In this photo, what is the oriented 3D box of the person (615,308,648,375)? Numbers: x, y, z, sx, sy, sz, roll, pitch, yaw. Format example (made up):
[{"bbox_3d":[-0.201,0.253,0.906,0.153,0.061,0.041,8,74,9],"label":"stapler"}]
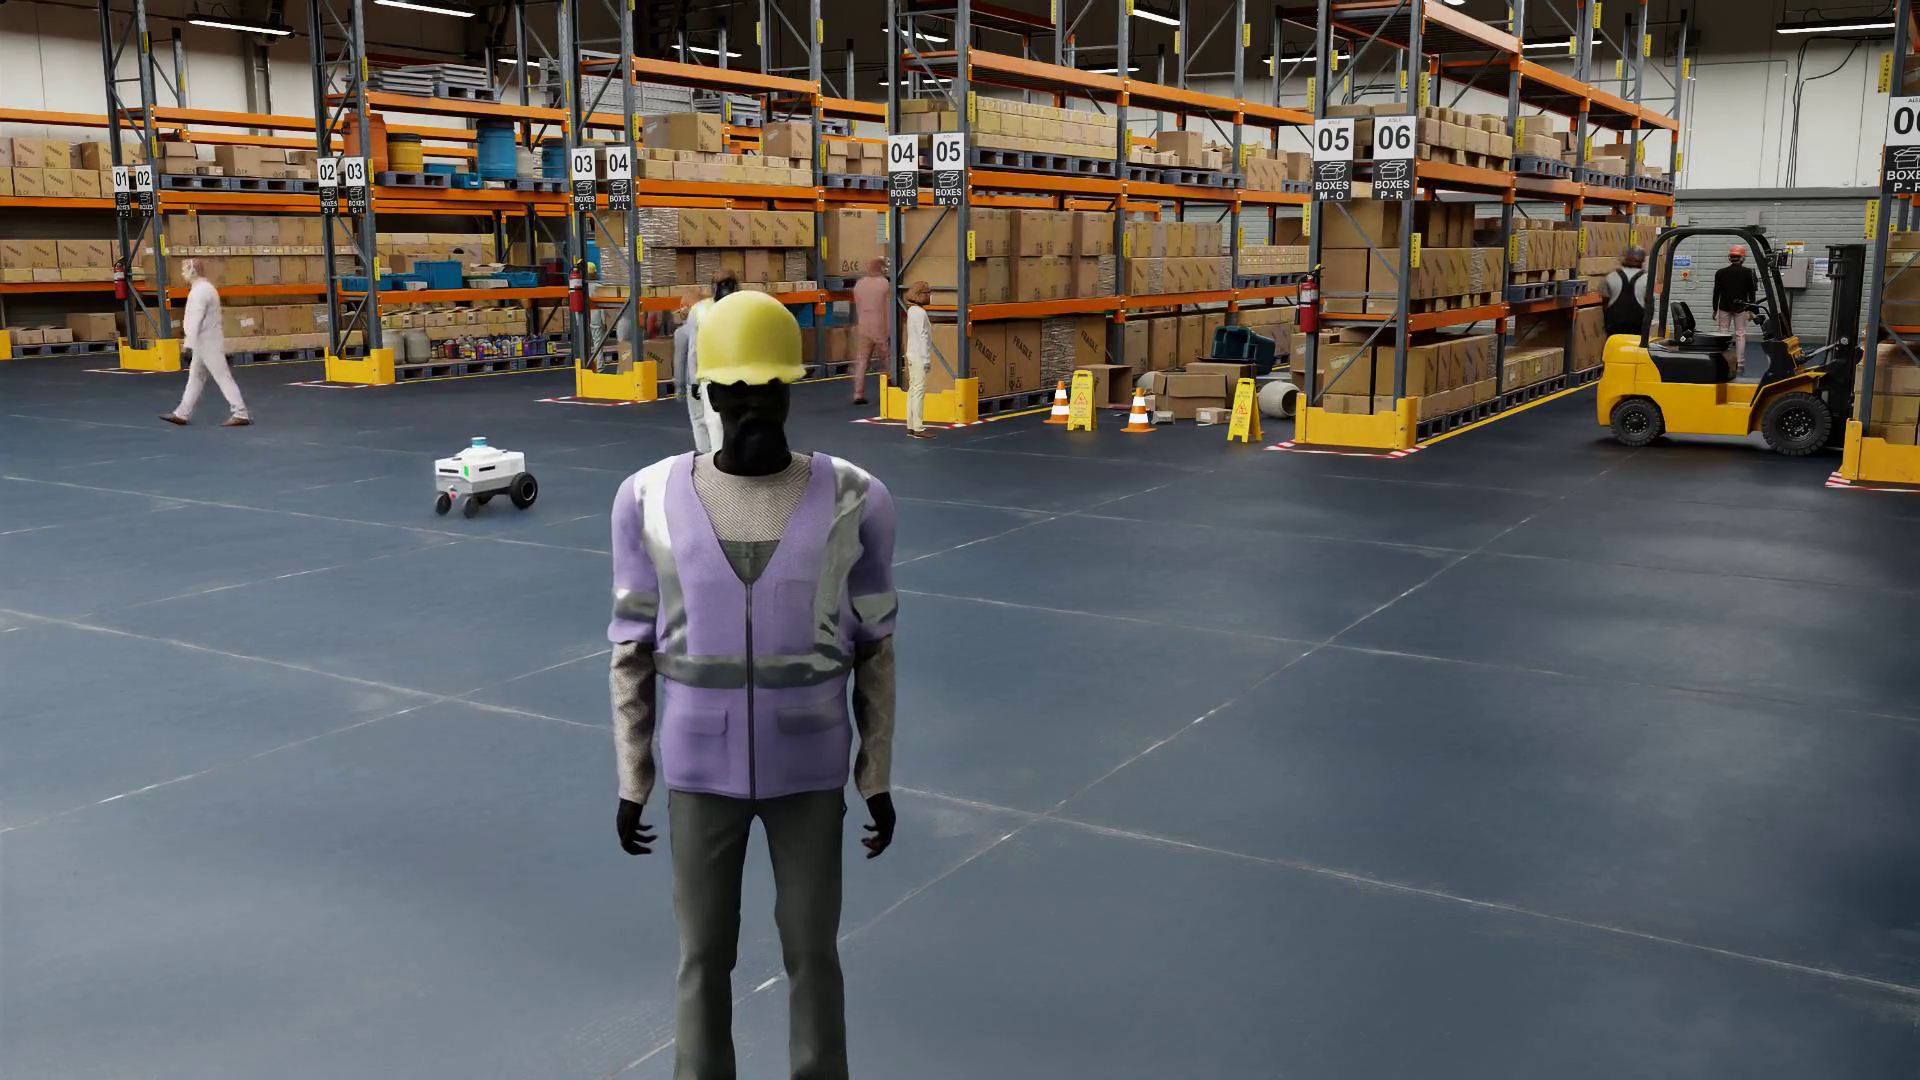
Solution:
[{"bbox_3d":[-4.688,-3.138,23.746,0.637,1.879,1.080,3,11,15],"label":"person"}]

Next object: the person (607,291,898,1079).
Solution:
[{"bbox_3d":[-0.421,0.459,3.435,0.594,1.927,0.365,-1,10,-4],"label":"person"}]

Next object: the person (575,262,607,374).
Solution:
[{"bbox_3d":[-5.467,-3.246,24.697,0.489,1.746,0.286,2,10,9],"label":"person"}]

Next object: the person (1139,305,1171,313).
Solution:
[{"bbox_3d":[3.390,-4.089,28.964,0.636,1.911,0.406,7,12,33],"label":"person"}]

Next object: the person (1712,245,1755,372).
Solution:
[{"bbox_3d":[12.178,-3.637,26.198,0.612,1.991,0.392,6,12,28],"label":"person"}]

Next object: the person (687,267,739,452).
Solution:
[{"bbox_3d":[-1.940,-1.341,13.782,0.624,1.832,0.532,-2,10,-13],"label":"person"}]

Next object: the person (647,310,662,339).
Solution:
[{"bbox_3d":[-4.984,-3.560,26.428,0.451,1.746,0.538,-10,14,-44],"label":"person"}]

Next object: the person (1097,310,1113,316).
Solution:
[{"bbox_3d":[2.647,-4.022,28.928,0.554,1.788,0.952,1,10,8],"label":"person"}]

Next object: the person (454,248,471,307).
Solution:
[{"bbox_3d":[-10.478,-5.184,35.066,0.590,1.919,0.396,8,13,36],"label":"person"}]

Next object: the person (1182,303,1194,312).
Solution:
[{"bbox_3d":[5.006,-5.338,35.956,0.797,1.914,0.635,7,12,36],"label":"person"}]

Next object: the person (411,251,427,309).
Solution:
[{"bbox_3d":[-11.447,-5.188,35.293,0.556,1.844,0.427,10,14,43],"label":"person"}]

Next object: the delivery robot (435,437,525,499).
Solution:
[{"bbox_3d":[-3.621,-0.533,12.562,0.477,0.478,0.707,5,11,24],"label":"delivery robot"}]

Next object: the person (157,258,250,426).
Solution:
[{"bbox_3d":[-8.379,-2.160,18.338,0.979,1.851,0.647,-4,11,-19],"label":"person"}]

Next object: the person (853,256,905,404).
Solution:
[{"bbox_3d":[-1.030,-2.657,21.086,0.660,1.853,1.002,6,12,31],"label":"person"}]

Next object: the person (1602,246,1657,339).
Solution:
[{"bbox_3d":[8.896,-2.936,22.132,0.693,2.000,1.003,6,12,30],"label":"person"}]

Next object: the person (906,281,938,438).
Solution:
[{"bbox_3d":[-0.415,-1.878,17.345,0.274,1.631,0.508,-3,11,-17],"label":"person"}]

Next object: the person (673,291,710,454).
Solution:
[{"bbox_3d":[-2.233,-1.335,14.340,0.531,1.613,0.337,-9,13,-41],"label":"person"}]
